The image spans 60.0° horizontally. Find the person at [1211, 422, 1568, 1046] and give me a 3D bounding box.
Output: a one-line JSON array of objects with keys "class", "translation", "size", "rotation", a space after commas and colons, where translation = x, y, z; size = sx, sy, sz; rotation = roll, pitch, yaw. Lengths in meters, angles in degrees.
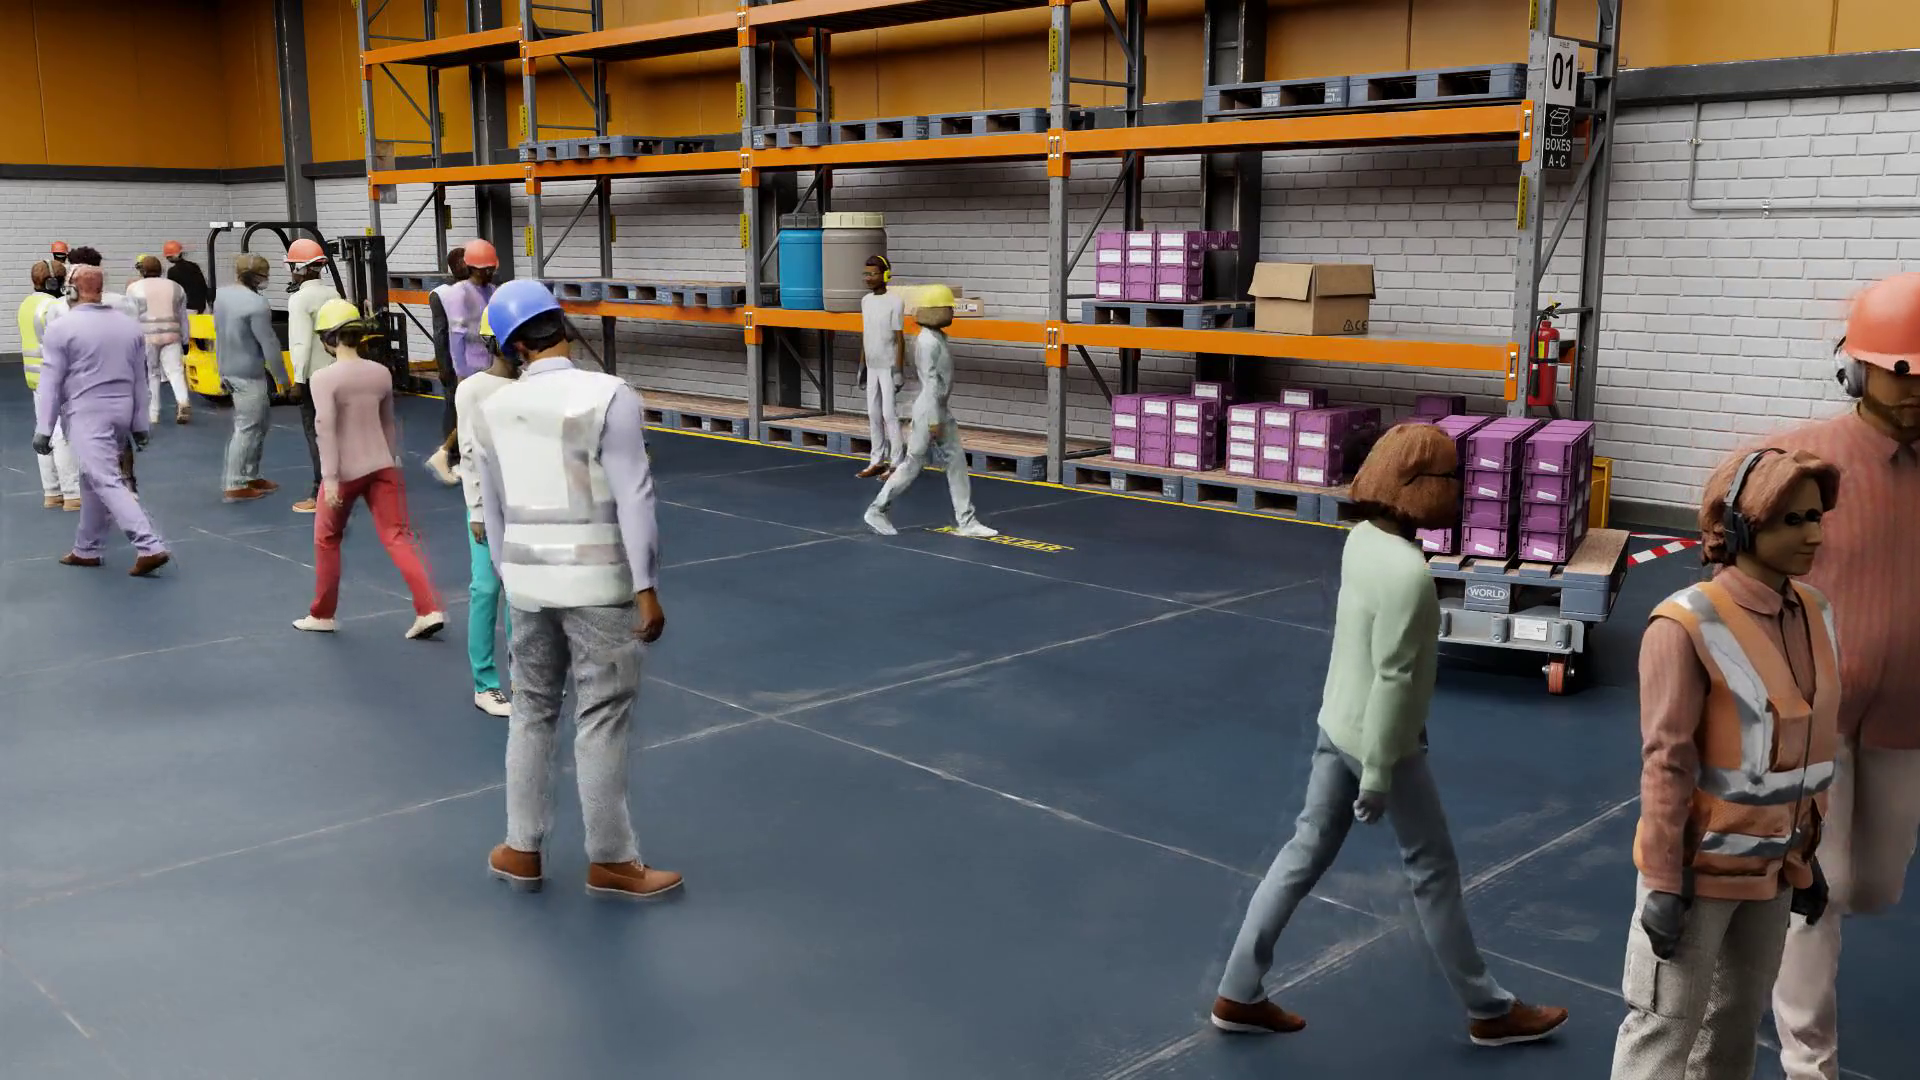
[{"class": "person", "translation": [1.051, 0.494, 4.118], "size": [0.897, 1.582, 0.513], "rotation": [-1, 10, -5]}]

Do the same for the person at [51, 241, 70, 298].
[{"class": "person", "translation": [-12.918, -3.337, 24.020], "size": [0.542, 1.939, 0.369], "rotation": [-9, 14, -41]}]

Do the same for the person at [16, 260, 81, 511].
[{"class": "person", "translation": [-6.652, -1.138, 12.291], "size": [0.619, 1.845, 0.430], "rotation": [8, 13, 38]}]

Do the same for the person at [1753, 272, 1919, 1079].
[{"class": "person", "translation": [1.996, 0.361, 3.830], "size": [0.645, 1.962, 0.821], "rotation": [0, 10, 1]}]

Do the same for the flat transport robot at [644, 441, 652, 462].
[{"class": "flat transport robot", "translation": [-3.461, -0.742, 14.422], "size": [1.431, 0.197, 0.652], "rotation": [1, 10, 4]}]

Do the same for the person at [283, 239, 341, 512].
[{"class": "person", "translation": [-4.730, -1.200, 12.211], "size": [0.382, 1.993, 0.622], "rotation": [1, 10, 7]}]

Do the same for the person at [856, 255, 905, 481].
[{"class": "person", "translation": [-0.657, -1.418, 13.780], "size": [0.321, 1.860, 0.518], "rotation": [-9, 14, -40]}]

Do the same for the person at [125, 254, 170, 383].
[{"class": "person", "translation": [-11.108, -3.022, 22.774], "size": [0.533, 1.767, 0.326], "rotation": [-3, 11, -15]}]

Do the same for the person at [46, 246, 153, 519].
[{"class": "person", "translation": [-6.146, -1.118, 11.880], "size": [0.638, 1.946, 0.413], "rotation": [-10, 14, -43]}]

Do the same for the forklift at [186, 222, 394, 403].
[{"class": "forklift", "translation": [-8.169, -2.758, 20.163], "size": [2.313, 2.155, 1.214], "rotation": [-10, 14, -44]}]

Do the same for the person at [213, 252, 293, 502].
[{"class": "person", "translation": [-5.358, -1.233, 12.680], "size": [0.655, 1.890, 0.658], "rotation": [9, 14, 42]}]

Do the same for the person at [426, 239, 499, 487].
[{"class": "person", "translation": [-3.866, -1.382, 13.208], "size": [0.648, 2.004, 0.697], "rotation": [3, 11, 15]}]

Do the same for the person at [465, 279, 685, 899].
[{"class": "person", "translation": [-1.165, 0.165, 5.074], "size": [0.709, 1.895, 0.391], "rotation": [5, 12, 26]}]

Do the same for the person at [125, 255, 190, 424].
[{"class": "person", "translation": [-8.579, -2.144, 17.868], "size": [0.637, 1.820, 0.853], "rotation": [-9, 14, -40]}]

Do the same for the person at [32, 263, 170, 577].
[{"class": "person", "translation": [-5.127, -0.710, 9.916], "size": [0.970, 1.866, 0.652], "rotation": [3, 11, 18]}]

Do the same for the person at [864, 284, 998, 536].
[{"class": "person", "translation": [-0.221, -0.859, 11.138], "size": [0.881, 1.706, 0.489], "rotation": [2, 11, 10]}]

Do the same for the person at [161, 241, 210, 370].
[{"class": "person", "translation": [-11.493, -3.456, 24.696], "size": [0.942, 1.925, 0.684], "rotation": [2, 11, 11]}]

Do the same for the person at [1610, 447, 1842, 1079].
[{"class": "person", "translation": [1.459, 0.636, 3.165], "size": [0.512, 1.642, 0.311], "rotation": [-7, 12, -32]}]

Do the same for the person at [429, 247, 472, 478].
[{"class": "person", "translation": [-4.191, -1.494, 14.027], "size": [0.391, 1.919, 0.590], "rotation": [5, 12, 27]}]

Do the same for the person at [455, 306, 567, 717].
[{"class": "person", "translation": [-1.907, -0.148, 7.098], "size": [0.326, 1.769, 0.524], "rotation": [6, 12, 29]}]

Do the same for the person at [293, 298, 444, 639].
[{"class": "person", "translation": [-2.984, -0.347, 8.329], "size": [0.905, 1.716, 0.529], "rotation": [6, 12, 29]}]
